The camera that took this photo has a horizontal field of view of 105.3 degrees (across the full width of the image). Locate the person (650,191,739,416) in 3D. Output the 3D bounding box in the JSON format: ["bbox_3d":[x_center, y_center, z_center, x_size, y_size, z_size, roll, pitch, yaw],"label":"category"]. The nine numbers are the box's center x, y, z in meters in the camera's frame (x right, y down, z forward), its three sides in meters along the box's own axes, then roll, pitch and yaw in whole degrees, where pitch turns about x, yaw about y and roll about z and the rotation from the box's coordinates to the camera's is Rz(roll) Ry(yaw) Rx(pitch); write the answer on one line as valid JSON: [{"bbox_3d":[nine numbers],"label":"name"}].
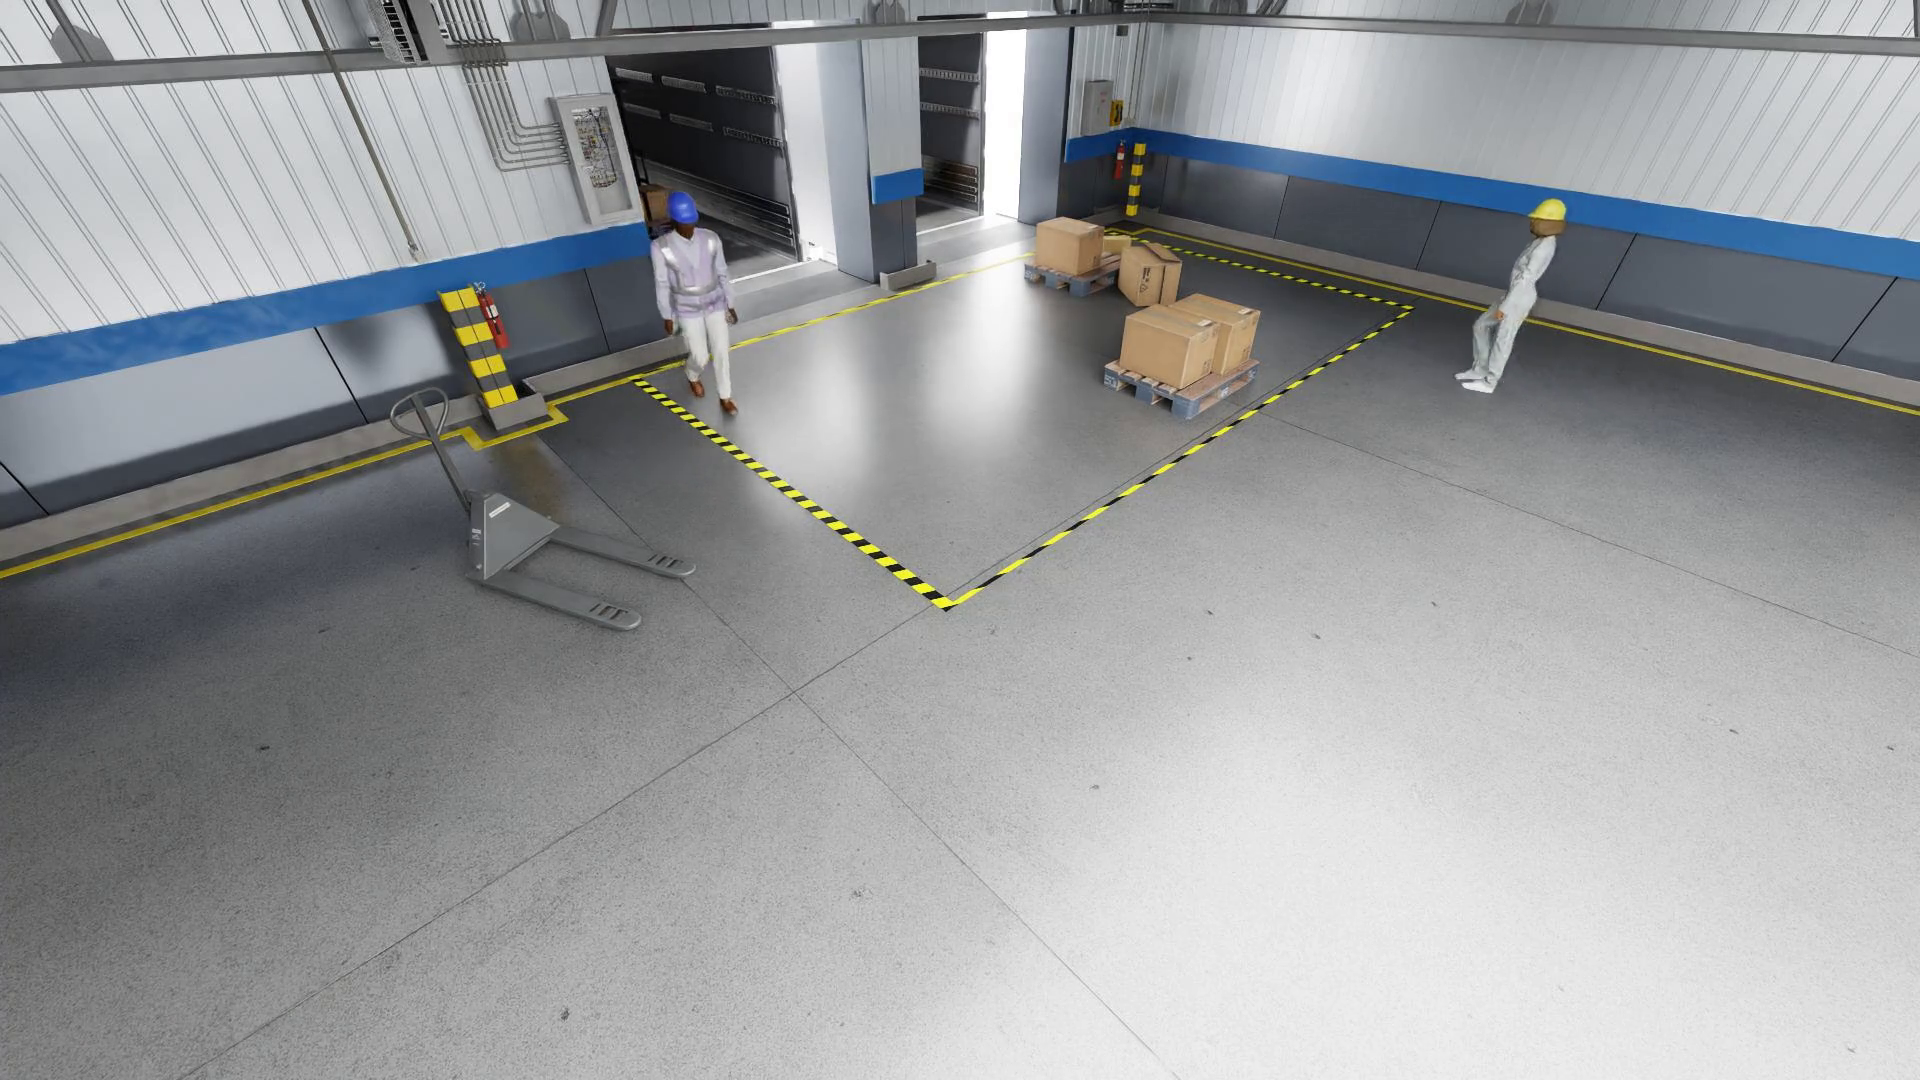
[{"bbox_3d":[-2.272,-2.001,6.309,0.635,1.913,0.688,-27,45,-31],"label":"person"}]

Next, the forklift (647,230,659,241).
[{"bbox_3d":[-5.219,-5.375,10.574,0.716,2.013,0.776,-30,47,-33],"label":"forklift"}]

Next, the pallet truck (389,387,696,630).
[{"bbox_3d":[-2.613,-0.247,4.593,1.601,1.201,0.680,14,40,17],"label":"pallet truck"}]

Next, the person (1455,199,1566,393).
[{"bbox_3d":[5.021,-2.182,6.686,0.383,1.727,0.507,21,42,25],"label":"person"}]
